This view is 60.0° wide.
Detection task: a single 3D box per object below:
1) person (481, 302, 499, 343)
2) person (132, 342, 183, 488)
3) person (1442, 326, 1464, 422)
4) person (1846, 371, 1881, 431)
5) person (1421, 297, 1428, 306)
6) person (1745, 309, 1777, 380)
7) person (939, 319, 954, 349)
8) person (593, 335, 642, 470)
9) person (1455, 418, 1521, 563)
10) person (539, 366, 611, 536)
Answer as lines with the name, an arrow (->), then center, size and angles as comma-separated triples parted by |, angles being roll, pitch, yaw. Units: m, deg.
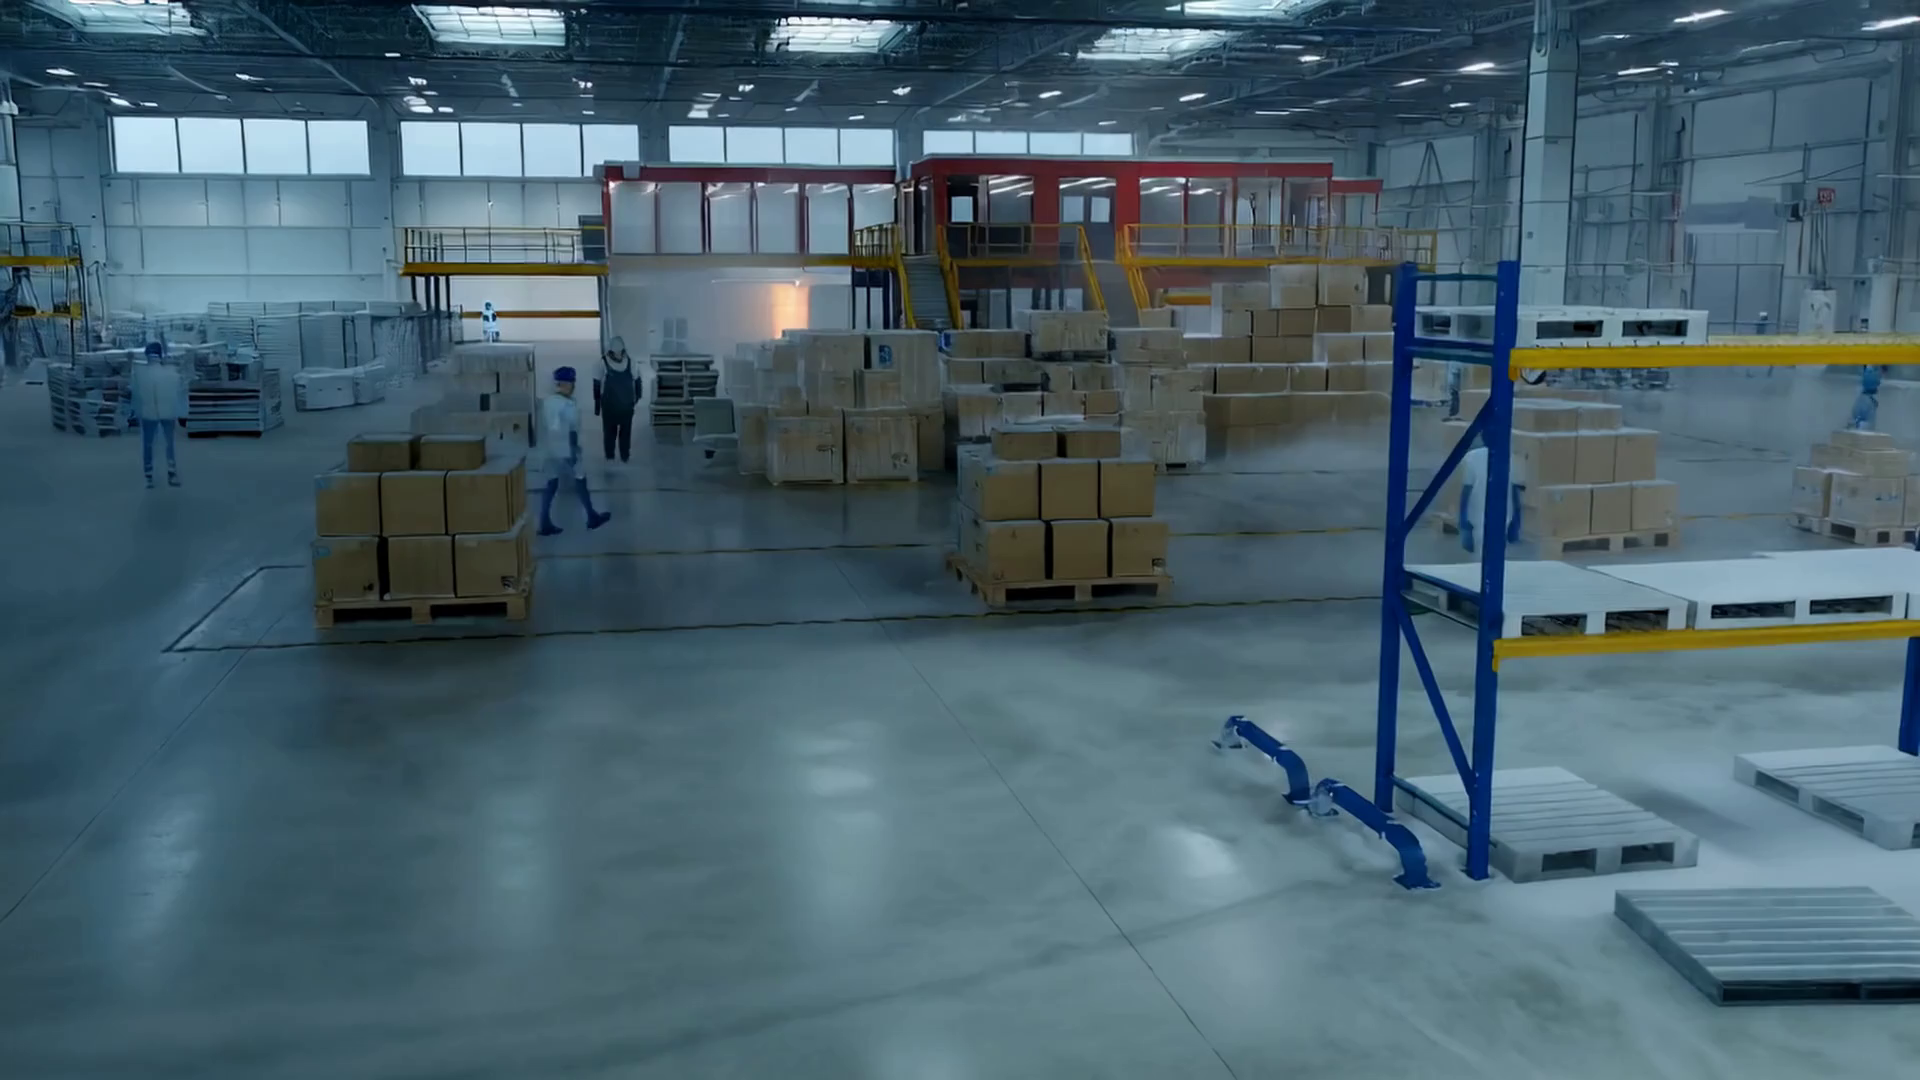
person -> -15.368, -6.851, 54.440 | 0.566, 1.879, 0.354 | -7, 12, -37
person -> -10.965, -1.709, 22.770 | 0.612, 1.982, 0.409 | -7, 11, -36
person -> 9.618, -3.264, 32.378 | 0.360, 1.938, 0.635 | 3, 10, 19
person -> 11.599, -1.370, 21.605 | 0.605, 1.680, 0.546 | 7, 12, 36
person -> 16.925, -7.913, 60.754 | 0.626, 1.943, 1.049 | -2, 10, -12
person -> 21.443, -5.222, 44.496 | 0.611, 1.873, 1.007 | -3, 10, -20
person -> -0.305, -3.733, 35.311 | 0.555, 1.917, 0.656 | -7, 12, -38
person -> -5.079, -2.070, 24.795 | 0.697, 2.000, 0.758 | -3, 10, -20
person -> 4.311, -0.113, 13.476 | 0.558, 1.845, 0.584 | -2, 10, -12
person -> -4.419, -1.013, 18.817 | 0.549, 1.888, 0.975 | 6, 11, 31
